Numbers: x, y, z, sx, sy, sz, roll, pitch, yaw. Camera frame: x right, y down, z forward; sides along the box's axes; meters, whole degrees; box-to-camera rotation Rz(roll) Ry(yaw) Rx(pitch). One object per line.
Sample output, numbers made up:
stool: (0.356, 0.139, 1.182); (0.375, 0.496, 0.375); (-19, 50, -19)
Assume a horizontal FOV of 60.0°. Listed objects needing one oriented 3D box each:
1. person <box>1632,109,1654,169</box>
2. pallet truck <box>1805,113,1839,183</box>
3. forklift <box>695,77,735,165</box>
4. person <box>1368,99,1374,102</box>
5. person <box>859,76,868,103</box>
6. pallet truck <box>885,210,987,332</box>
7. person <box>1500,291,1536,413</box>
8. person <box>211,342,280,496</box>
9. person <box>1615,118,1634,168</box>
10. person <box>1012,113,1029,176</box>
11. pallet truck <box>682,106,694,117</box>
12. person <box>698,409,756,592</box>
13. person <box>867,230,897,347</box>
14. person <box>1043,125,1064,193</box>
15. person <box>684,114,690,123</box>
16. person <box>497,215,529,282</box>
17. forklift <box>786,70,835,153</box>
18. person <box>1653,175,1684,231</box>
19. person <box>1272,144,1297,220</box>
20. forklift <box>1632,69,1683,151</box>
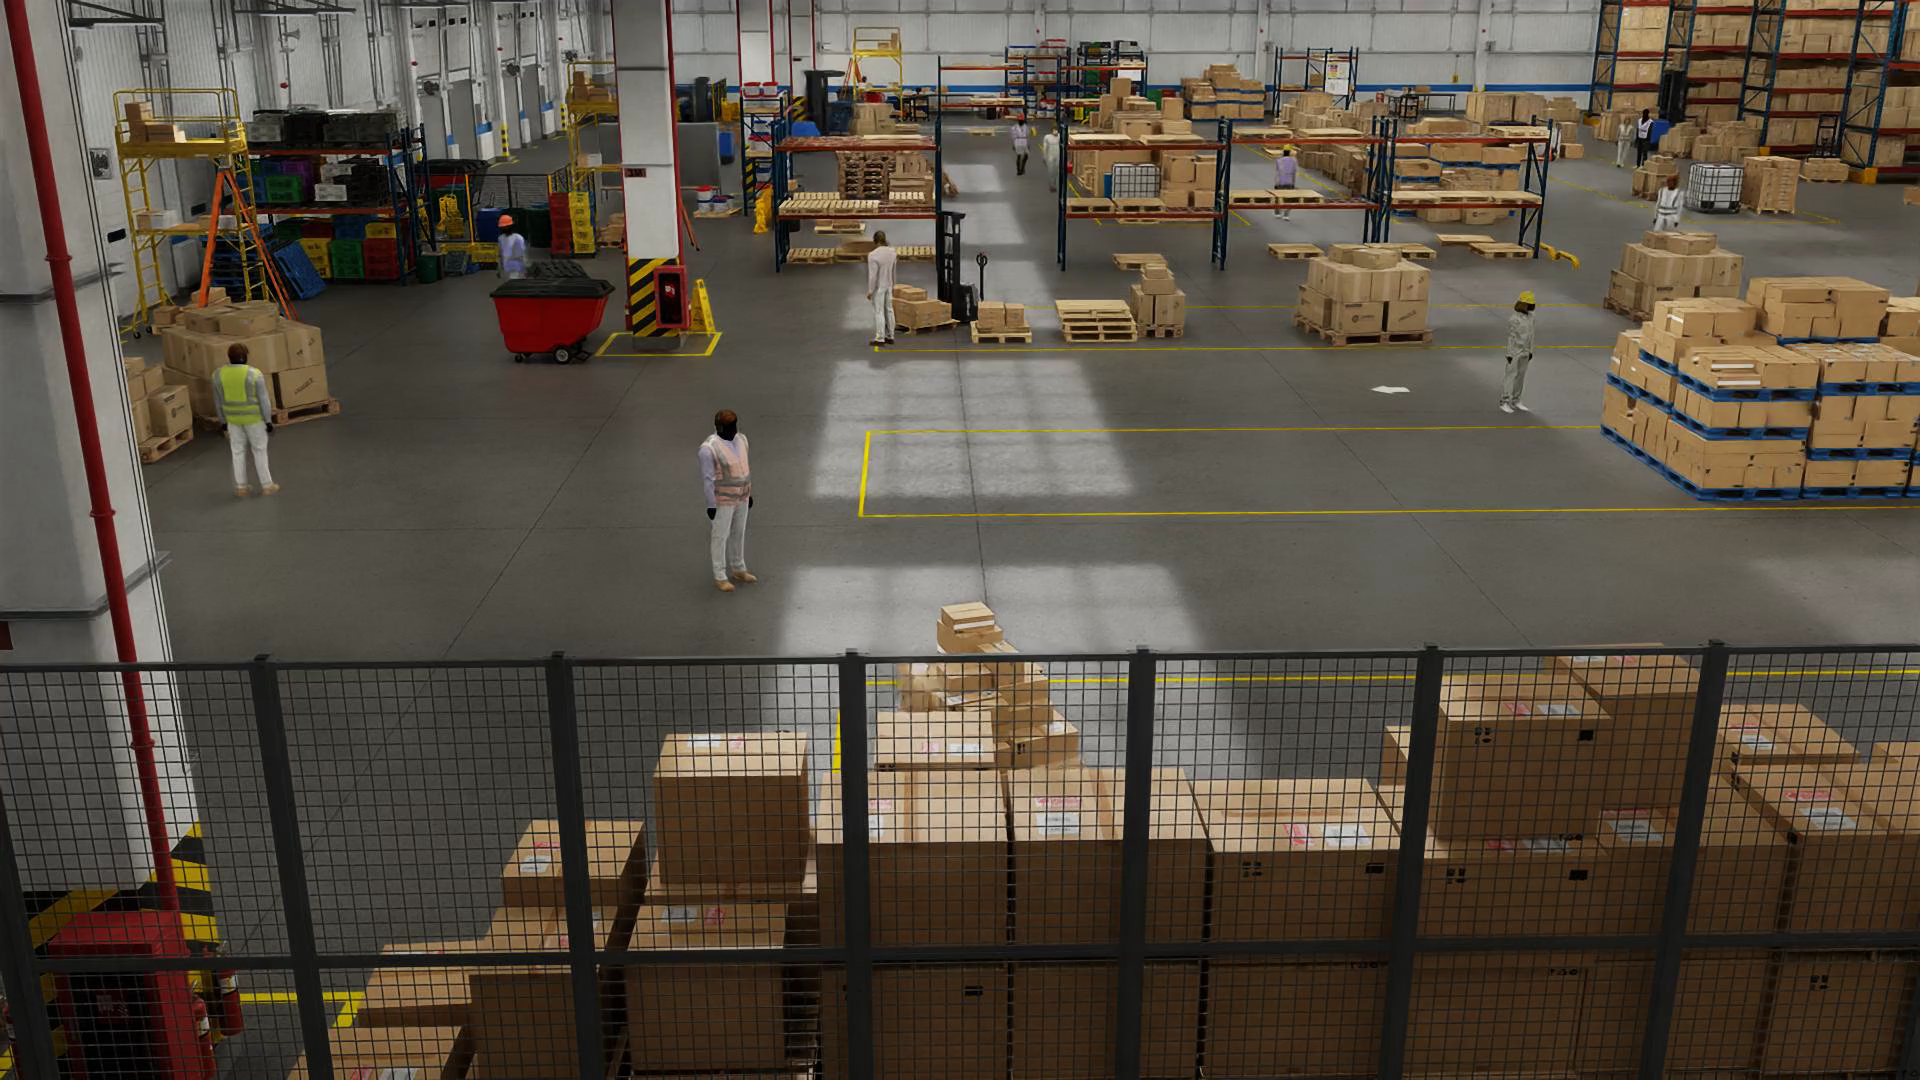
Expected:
person: (22.175, -13.000, 53.937); (0.397, 1.911, 0.587); (-8, 20, -23)
pallet truck: (26.403, -11.957, 50.702); (0.823, 1.965, 1.885); (6, 19, 16)
forklift: (-8.481, -13.870, 55.019); (1.873, 2.768, 1.129); (-1, 19, -1)
person: (15.463, -15.844, 62.855); (0.531, 1.594, 0.884); (-4, 19, -11)
person: (-4.181, -19.121, 72.070); (0.379, 1.931, 0.625); (2, 19, 7)
pallet truck: (-0.493, -4.759, 29.349); (1.885, 1.965, 0.823); (-13, 23, -34)
person: (7.931, -2.666, 23.548); (0.480, 1.734, 0.328); (-12, 22, -32)
person: (-8.459, -1.430, 19.714); (0.633, 1.841, 0.429); (1, 19, 2)
person: (21.683, -12.957, 54.284); (0.524, 1.588, 0.873); (7, 20, 19)
person: (1.923, -12.388, 52.098); (0.582, 1.916, 0.475); (-6, 20, -18)
pallet truck: (-9.671, -15.907, 62.421); (0.823, 1.965, 1.885); (5, 19, 15)
person: (-2.309, -0.413, 16.695); (0.429, 1.843, 0.633); (13, 22, 33)
person: (-1.312, -4.201, 27.784); (0.354, 1.938, 0.636); (15, 23, 37)
person: (2.753, -10.967, 47.900); (0.655, 1.906, 0.900); (-2, 19, -6)
person: (-8.930, -13.143, 54.679); (0.315, 1.700, 0.540); (3, 19, 8)
person: (-8.052, -4.819, 29.647); (0.582, 1.914, 0.707); (10, 21, 26)
forklift: (-5.176, -15.196, 58.951); (1.873, 2.768, 1.129); (-7, 20, -20)
person: (15.320, -6.985, 36.169); (0.843, 1.850, 0.623); (-17, 25, -40)
person: (8.316, -9.177, 42.633); (0.597, 1.873, 0.939); (-3, 19, -8)
forklift: (25.330, -15.379, 59.495); (1.873, 2.768, 1.129); (-1, 19, -1)
